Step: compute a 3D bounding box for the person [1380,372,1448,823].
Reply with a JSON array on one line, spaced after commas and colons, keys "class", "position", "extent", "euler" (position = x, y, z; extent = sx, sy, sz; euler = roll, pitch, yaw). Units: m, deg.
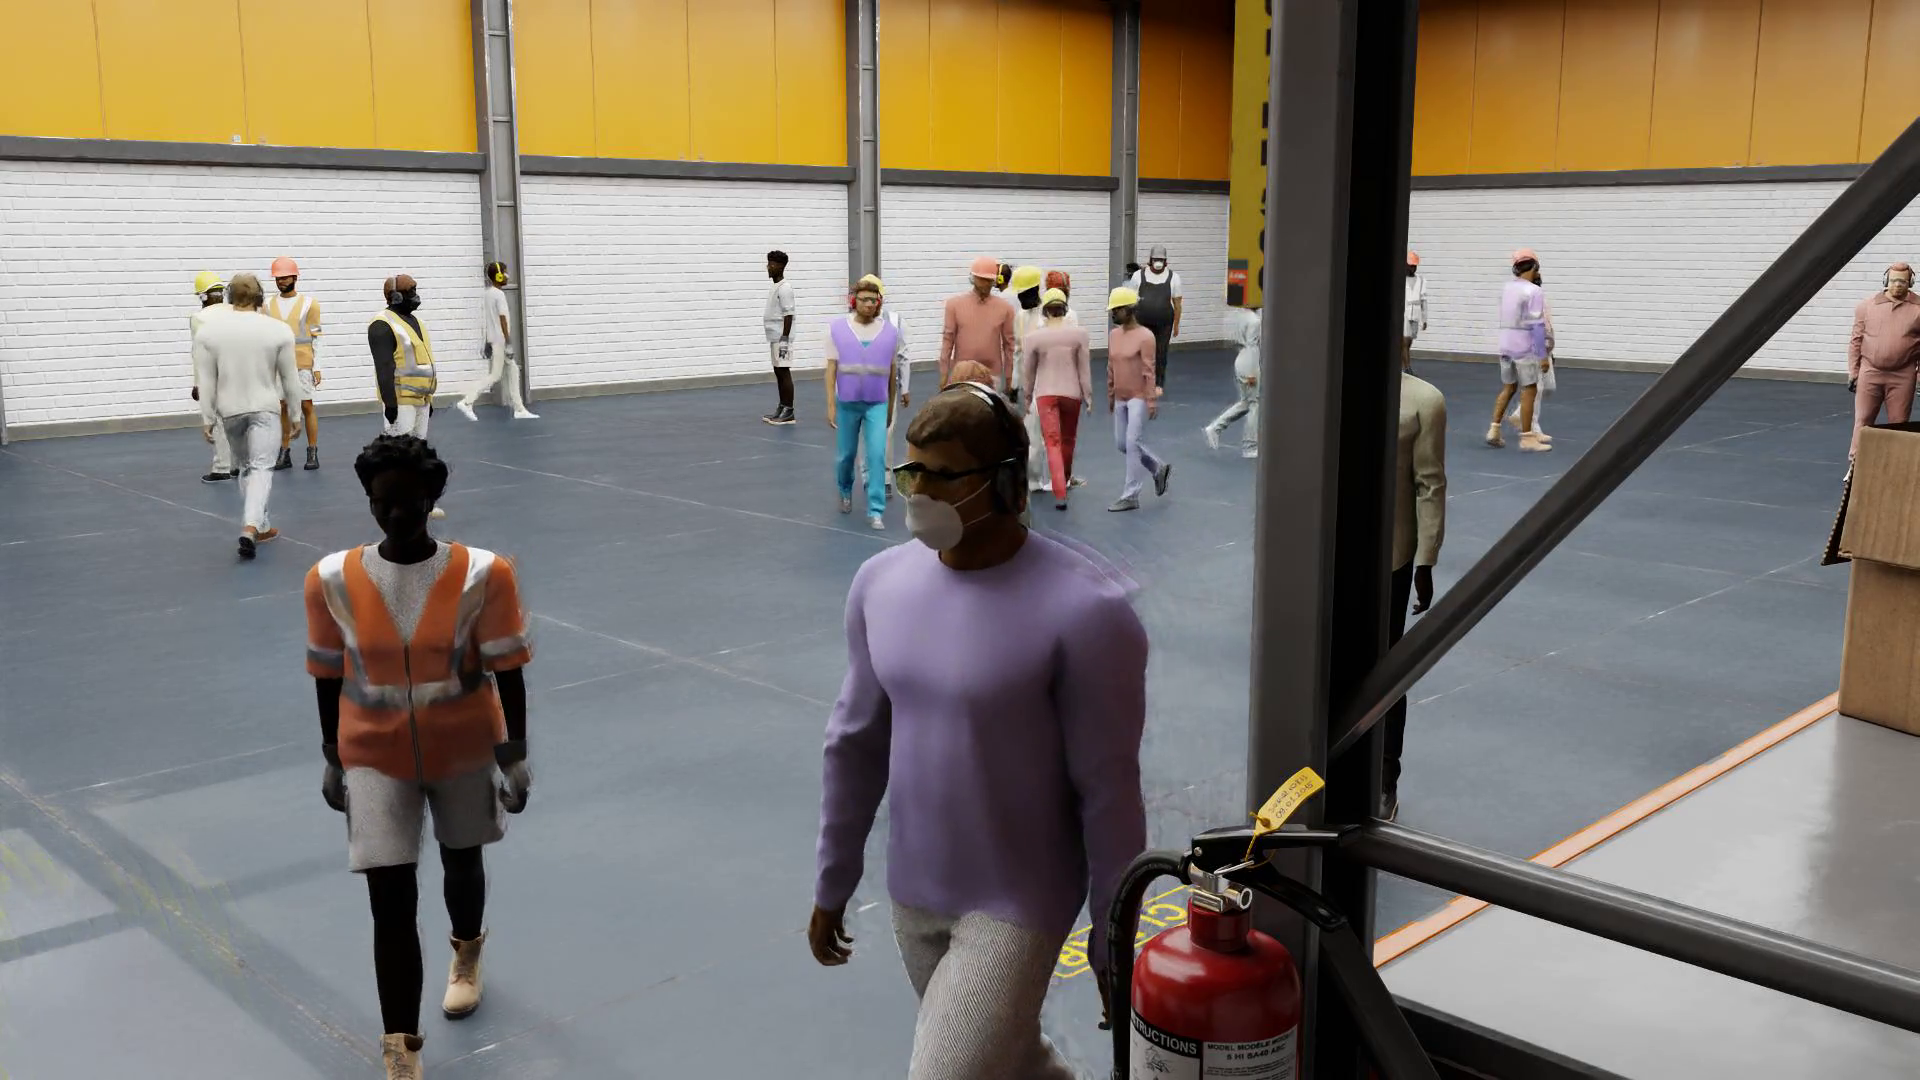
[{"class": "person", "position": [1.421, 0.048, 6.008], "extent": [0.623, 1.992, 0.396], "euler": [7, 13, 34]}]

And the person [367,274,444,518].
[{"class": "person", "position": [-4.106, -1.043, 12.369], "extent": [0.429, 1.845, 0.628], "euler": [1, 10, 8]}]

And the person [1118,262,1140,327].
[{"class": "person", "position": [2.870, -3.771, 27.685], "extent": [0.361, 1.685, 0.535], "euler": [-10, 14, -43]}]

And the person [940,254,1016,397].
[{"class": "person", "position": [0.150, -1.427, 14.104], "extent": [0.650, 1.976, 0.537], "euler": [-1, 10, -5]}]

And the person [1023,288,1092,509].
[{"class": "person", "position": [0.762, -1.133, 13.200], "extent": [0.538, 1.705, 0.925], "euler": [-1, 10, -6]}]

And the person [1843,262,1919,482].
[{"class": "person", "position": [7.961, -1.422, 14.270], "extent": [0.638, 1.906, 0.408], "euler": [6, 12, 30]}]

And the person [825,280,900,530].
[{"class": "person", "position": [-0.726, -1.022, 12.344], "extent": [0.559, 1.822, 0.858], "euler": [-2, 11, -10]}]

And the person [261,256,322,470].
[{"class": "person", "position": [-6.082, -1.598, 15.137], "extent": [0.543, 1.940, 0.361], "euler": [-1, 10, -3]}]

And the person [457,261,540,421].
[{"class": "person", "position": [-5.368, -2.284, 19.175], "extent": [0.910, 1.846, 0.524], "euler": [-5, 12, -26]}]

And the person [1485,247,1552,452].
[{"class": "person", "position": [5.556, -1.875, 16.442], "extent": [0.480, 2.013, 0.737], "euler": [-2, 11, -13]}]

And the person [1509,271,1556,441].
[{"class": "person", "position": [5.942, -1.916, 17.271], "extent": [0.449, 1.803, 0.657], "euler": [10, 14, 43]}]

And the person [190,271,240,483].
[{"class": "person", "position": [-6.397, -1.398, 14.365], "extent": [0.403, 1.822, 0.588], "euler": [4, 11, 22]}]

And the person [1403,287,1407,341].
[{"class": "person", "position": [5.248, -2.610, 20.794], "extent": [0.649, 1.889, 0.616], "euler": [1, 10, 4]}]

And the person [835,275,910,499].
[{"class": "person", "position": [-0.720, -1.223, 13.428], "extent": [0.627, 1.808, 0.703], "euler": [0, 10, -1]}]

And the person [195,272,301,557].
[{"class": "person", "position": [-4.775, -0.843, 11.175], "extent": [0.635, 1.901, 0.989], "euler": [-2, 11, -10]}]

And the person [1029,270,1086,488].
[{"class": "person", "position": [0.718, -1.301, 13.778], "extent": [0.856, 1.857, 0.584], "euler": [-8, 13, -35]}]

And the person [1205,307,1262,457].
[{"class": "person", "position": [2.716, -1.640, 15.944], "extent": [0.574, 1.724, 0.491], "euler": [-1, 10, -7]}]

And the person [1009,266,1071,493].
[{"class": "person", "position": [0.612, -1.308, 13.717], "extent": [0.745, 1.872, 0.612], "euler": [-5, 12, -25]}]

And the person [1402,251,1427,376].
[{"class": "person", "position": [6.616, -3.321, 24.641], "extent": [0.553, 1.907, 0.932], "euler": [-2, 11, -9]}]

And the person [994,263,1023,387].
[{"class": "person", "position": [0.546, -2.222, 18.886], "extent": [0.989, 1.822, 0.533], "euler": [5, 12, 26]}]

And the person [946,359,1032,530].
[{"class": "person", "position": [0.047, 0.038, 7.090], "extent": [0.504, 1.609, 0.736], "euler": [2, 11, 9]}]

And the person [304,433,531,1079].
[{"class": "person", "position": [-1.366, 0.543, 4.248], "extent": [0.545, 1.651, 0.866], "euler": [-3, 11, -14]}]

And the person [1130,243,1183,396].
[{"class": "person", "position": [2.583, -2.916, 22.048], "extent": [0.719, 2.000, 0.539], "euler": [1, 10, 8]}]

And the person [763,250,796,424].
[{"class": "person", "position": [-2.049, -2.295, 18.859], "extent": [0.361, 1.965, 0.614], "euler": [-3, 11, -17]}]

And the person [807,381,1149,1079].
[{"class": "person", "position": [0.039, 0.647, 3.052], "extent": [0.651, 1.890, 1.033], "euler": [10, 14, 43]}]

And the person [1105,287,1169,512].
[{"class": "person", "position": [1.405, -1.110, 13.018], "extent": [0.675, 1.736, 0.556], "euler": [-8, 13, -37]}]
